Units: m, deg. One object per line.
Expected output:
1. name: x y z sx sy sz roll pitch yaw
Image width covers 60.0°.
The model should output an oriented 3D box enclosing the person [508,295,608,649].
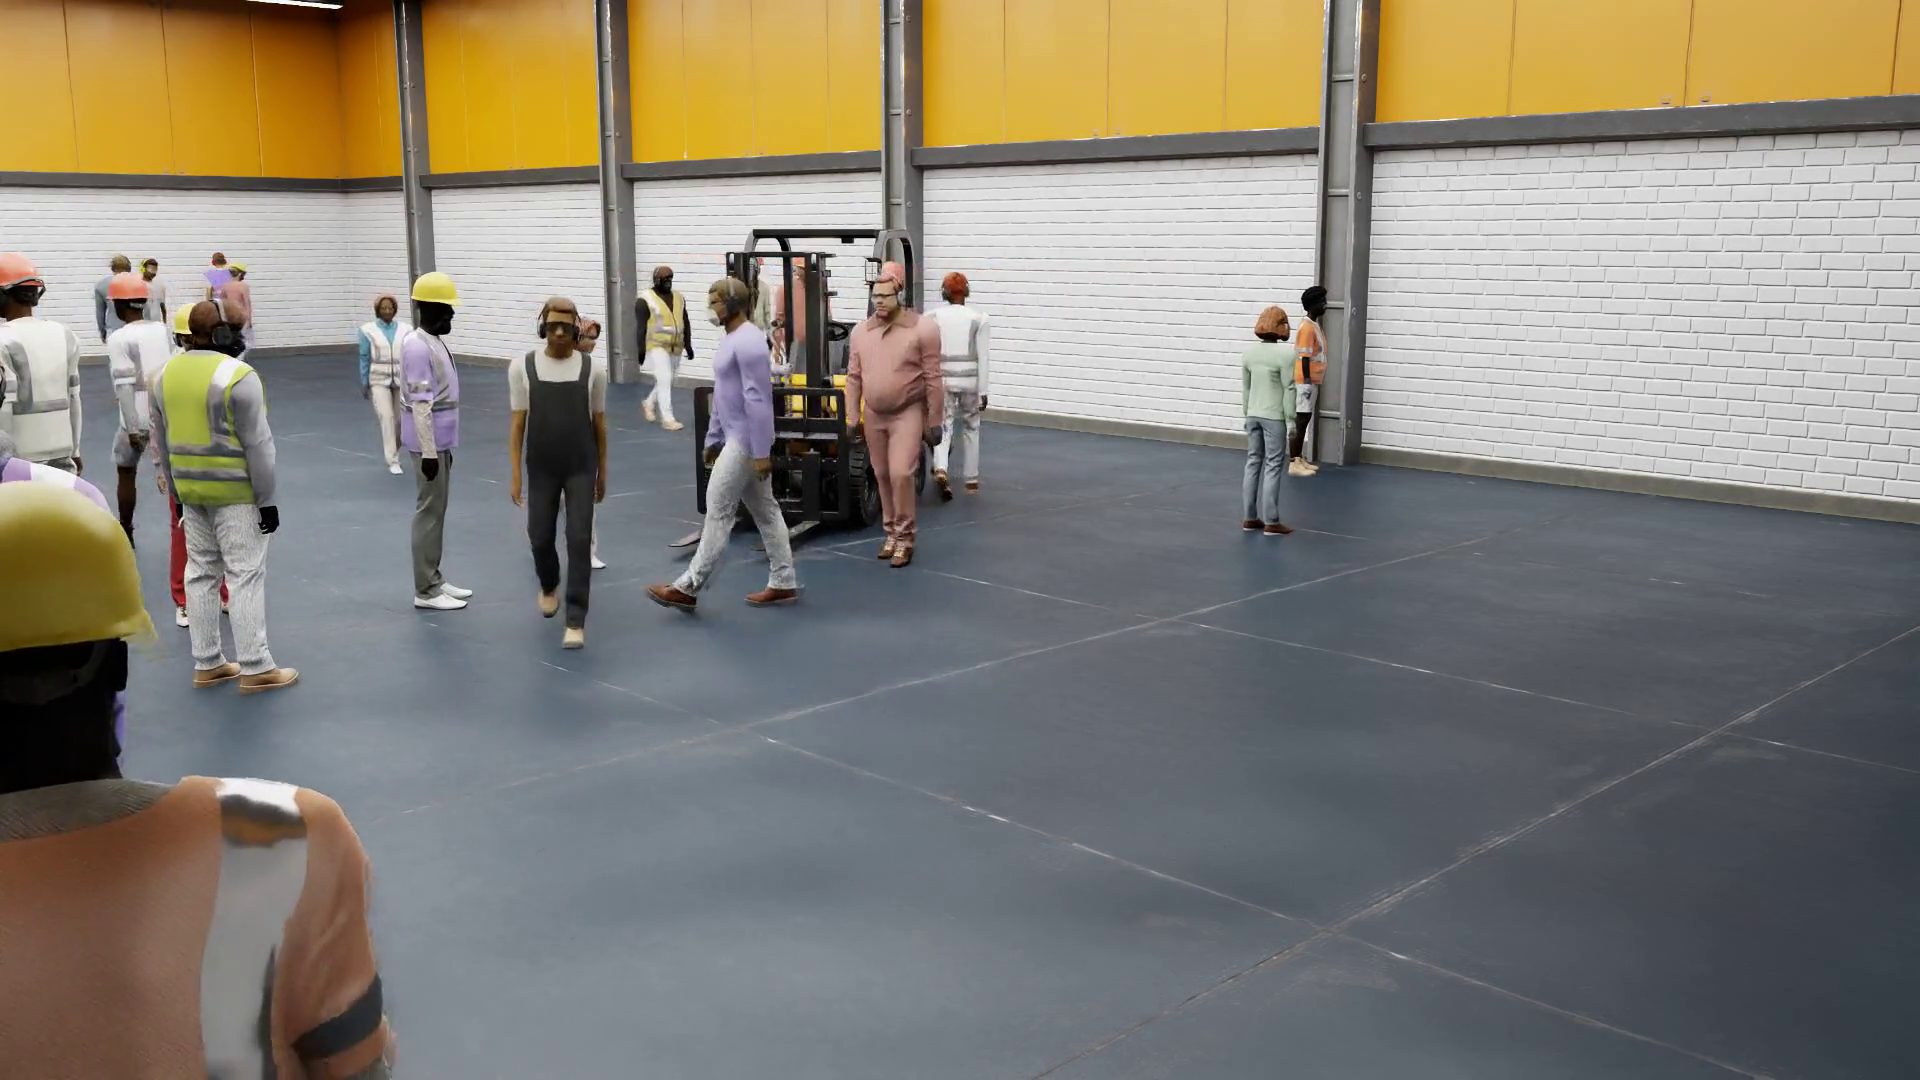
1. person: -2.102 -0.371 8.751 0.518 1.829 0.655 -2 11 -13

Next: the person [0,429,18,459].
1. person: -3.069 0.258 5.202 0.315 1.871 0.534 -8 13 -36

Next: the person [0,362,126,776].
1. person: -1.992 0.517 3.339 0.606 2.037 0.382 -3 11 -14

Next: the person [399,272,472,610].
1. person: -3.004 -0.567 9.554 0.382 1.923 0.593 -2 11 -9

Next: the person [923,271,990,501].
1. person: -0.043 -1.243 13.456 0.573 1.857 0.862 1 10 5

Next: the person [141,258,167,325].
1. person: -11.200 -2.969 22.928 0.520 1.828 0.817 -7 12 -33

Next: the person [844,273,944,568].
1. person: -0.474 -0.774 10.799 0.647 1.882 0.712 5 11 25

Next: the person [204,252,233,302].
1. person: -12.464 -3.938 28.156 0.568 1.840 0.374 -10 14 -43

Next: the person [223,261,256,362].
1. person: -10.886 -3.325 25.097 0.534 1.740 0.427 4 11 20

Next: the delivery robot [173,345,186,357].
1. delivery robot: -12.201 -2.894 25.723 0.707 0.478 0.477 -9 14 -42

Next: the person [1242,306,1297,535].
1. person: 2.208 -0.853 11.913 0.278 1.632 0.511 -7 12 -33

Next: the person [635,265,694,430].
1. person: -3.335 -2.144 18.487 0.825 1.812 0.616 9 14 41

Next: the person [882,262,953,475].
1. person: -0.504 -1.462 14.485 0.824 1.913 0.553 0 10 0

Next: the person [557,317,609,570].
1. person: -2.523 -0.630 10.716 0.574 1.613 0.537 8 13 39

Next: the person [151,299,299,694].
1. person: -3.437 -0.202 7.797 0.632 1.840 0.429 4 11 23

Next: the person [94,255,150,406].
1. person: -10.581 -2.658 21.075 0.647 1.885 1.009 -3 11 -14

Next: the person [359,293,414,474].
1. person: -5.170 -1.425 15.066 0.520 1.622 0.644 -6 12 -31

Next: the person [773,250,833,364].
1. person: -1.611 -2.024 17.341 0.648 1.979 0.439 -5 12 -27

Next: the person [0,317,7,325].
1. person: -10.026 -1.980 17.525 0.958 1.834 0.526 6 12 30

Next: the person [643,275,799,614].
1. person: -1.363 -0.528 9.410 0.960 1.895 0.663 -3 11 -14

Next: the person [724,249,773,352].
1. person: -2.403 -2.349 19.119 0.651 1.977 0.431 -10 14 -43

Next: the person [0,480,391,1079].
1. person: -0.929 0.872 1.844 0.589 1.882 0.987 -3 11 -17

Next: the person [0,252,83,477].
1. person: -4.843 -0.463 8.664 0.394 2.041 0.612 2 11 13

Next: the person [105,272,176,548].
1. person: -5.421 -0.840 11.156 0.996 1.900 0.540 5 11 24

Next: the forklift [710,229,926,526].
1. forklift: -1.050 -1.319 12.920 1.214 2.155 2.313 2 11 13

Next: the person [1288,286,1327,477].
1. person: 3.095 -1.409 14.795 0.321 1.690 0.527 3 11 17

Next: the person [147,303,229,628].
1. person: -4.149 -0.411 9.136 0.531 1.767 0.328 -10 14 -43
